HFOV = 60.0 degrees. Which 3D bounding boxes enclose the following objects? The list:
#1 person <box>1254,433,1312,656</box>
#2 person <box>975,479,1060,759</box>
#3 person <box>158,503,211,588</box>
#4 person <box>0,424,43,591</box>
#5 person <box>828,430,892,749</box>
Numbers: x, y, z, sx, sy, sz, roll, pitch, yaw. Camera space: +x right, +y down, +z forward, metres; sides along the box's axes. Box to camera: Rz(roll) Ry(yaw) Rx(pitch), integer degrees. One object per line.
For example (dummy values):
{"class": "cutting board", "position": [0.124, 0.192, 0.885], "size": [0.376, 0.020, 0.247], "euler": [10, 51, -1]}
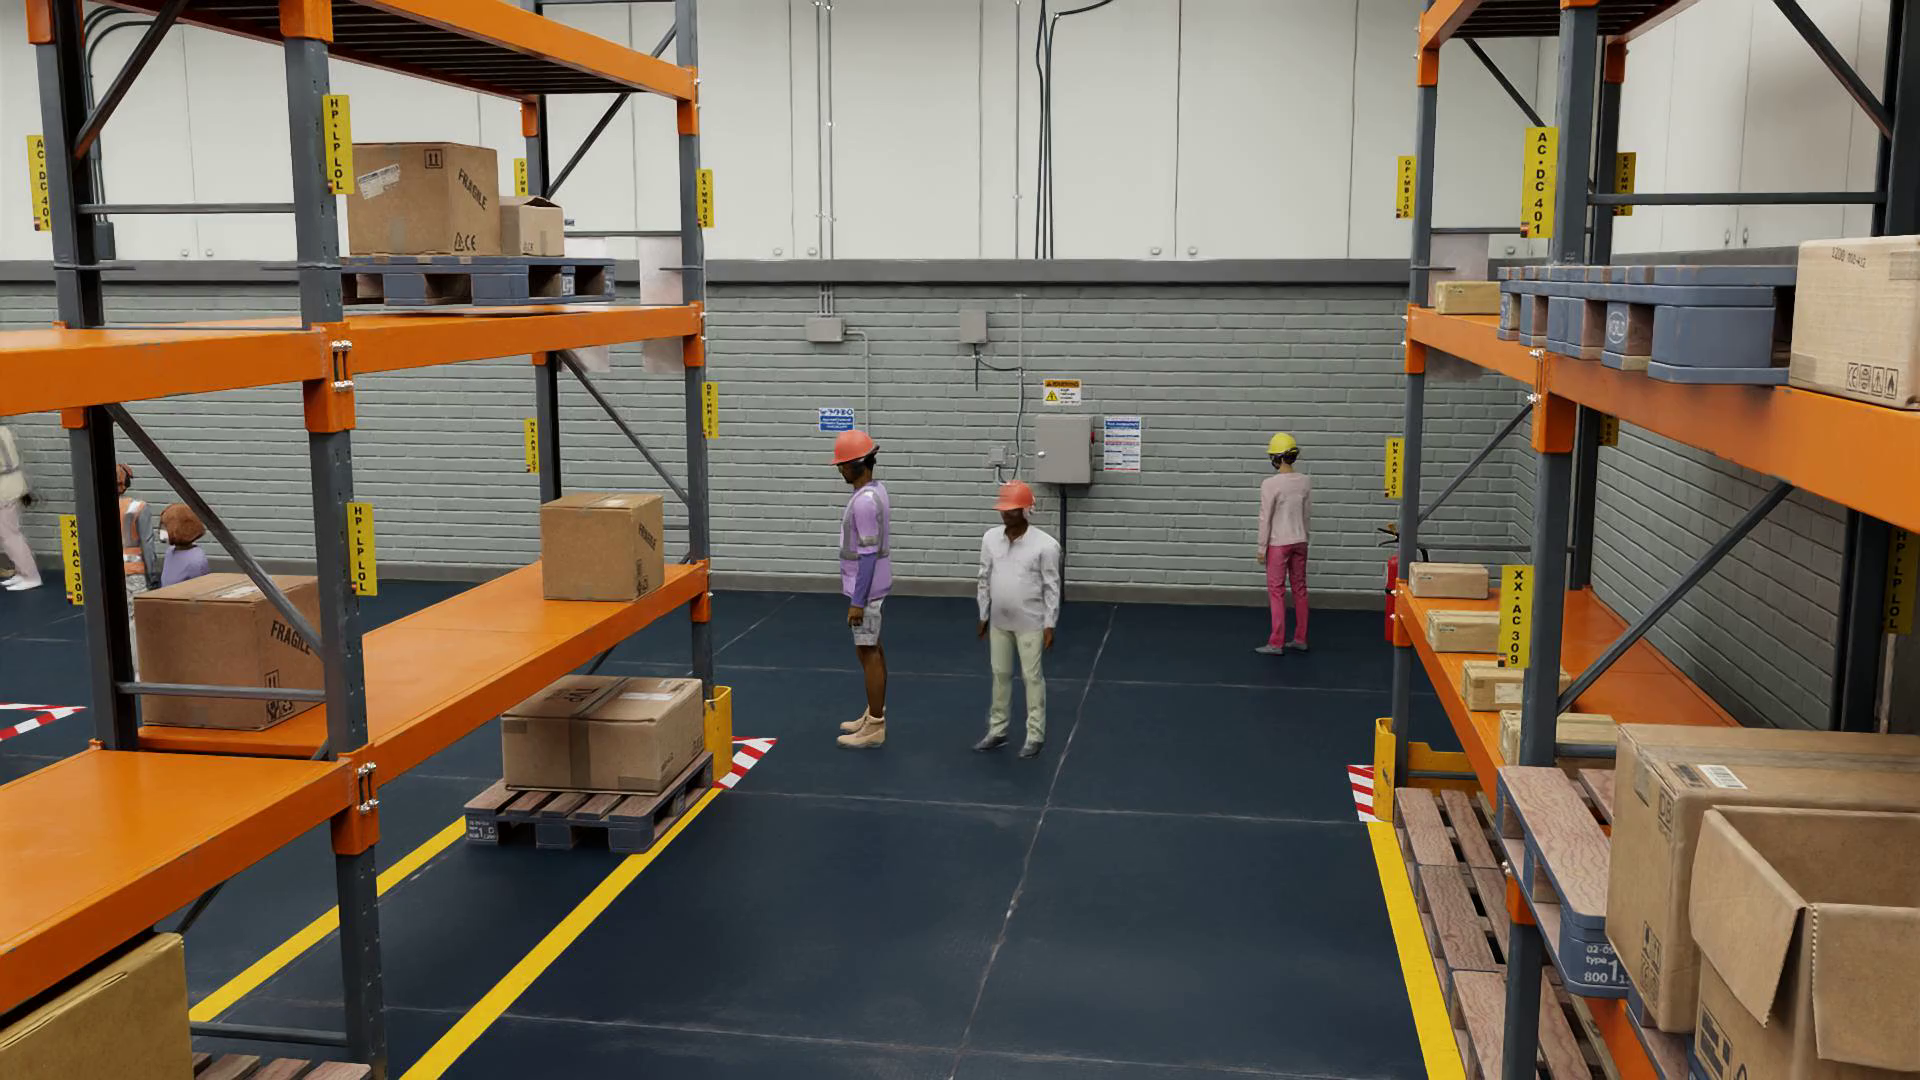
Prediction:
{"class": "person", "position": [2.553, 0.033, 13.174], "size": [0.522, 1.758, 0.350], "euler": [-6, 11, -35]}
{"class": "person", "position": [0.342, 0.486, 10.383], "size": [0.573, 1.748, 0.343], "euler": [6, 11, 34]}
{"class": "person", "position": [-4.715, 0.583, 10.145], "size": [0.500, 1.636, 0.286], "euler": [8, 12, 41]}
{"class": "person", "position": [-9.021, -0.437, 15.671], "size": [0.582, 1.880, 0.602], "euler": [-3, 10, -19]}
{"class": "person", "position": [-0.633, 0.312, 10.596], "size": [0.391, 2.033, 0.605], "euler": [0, 9, 3]}
